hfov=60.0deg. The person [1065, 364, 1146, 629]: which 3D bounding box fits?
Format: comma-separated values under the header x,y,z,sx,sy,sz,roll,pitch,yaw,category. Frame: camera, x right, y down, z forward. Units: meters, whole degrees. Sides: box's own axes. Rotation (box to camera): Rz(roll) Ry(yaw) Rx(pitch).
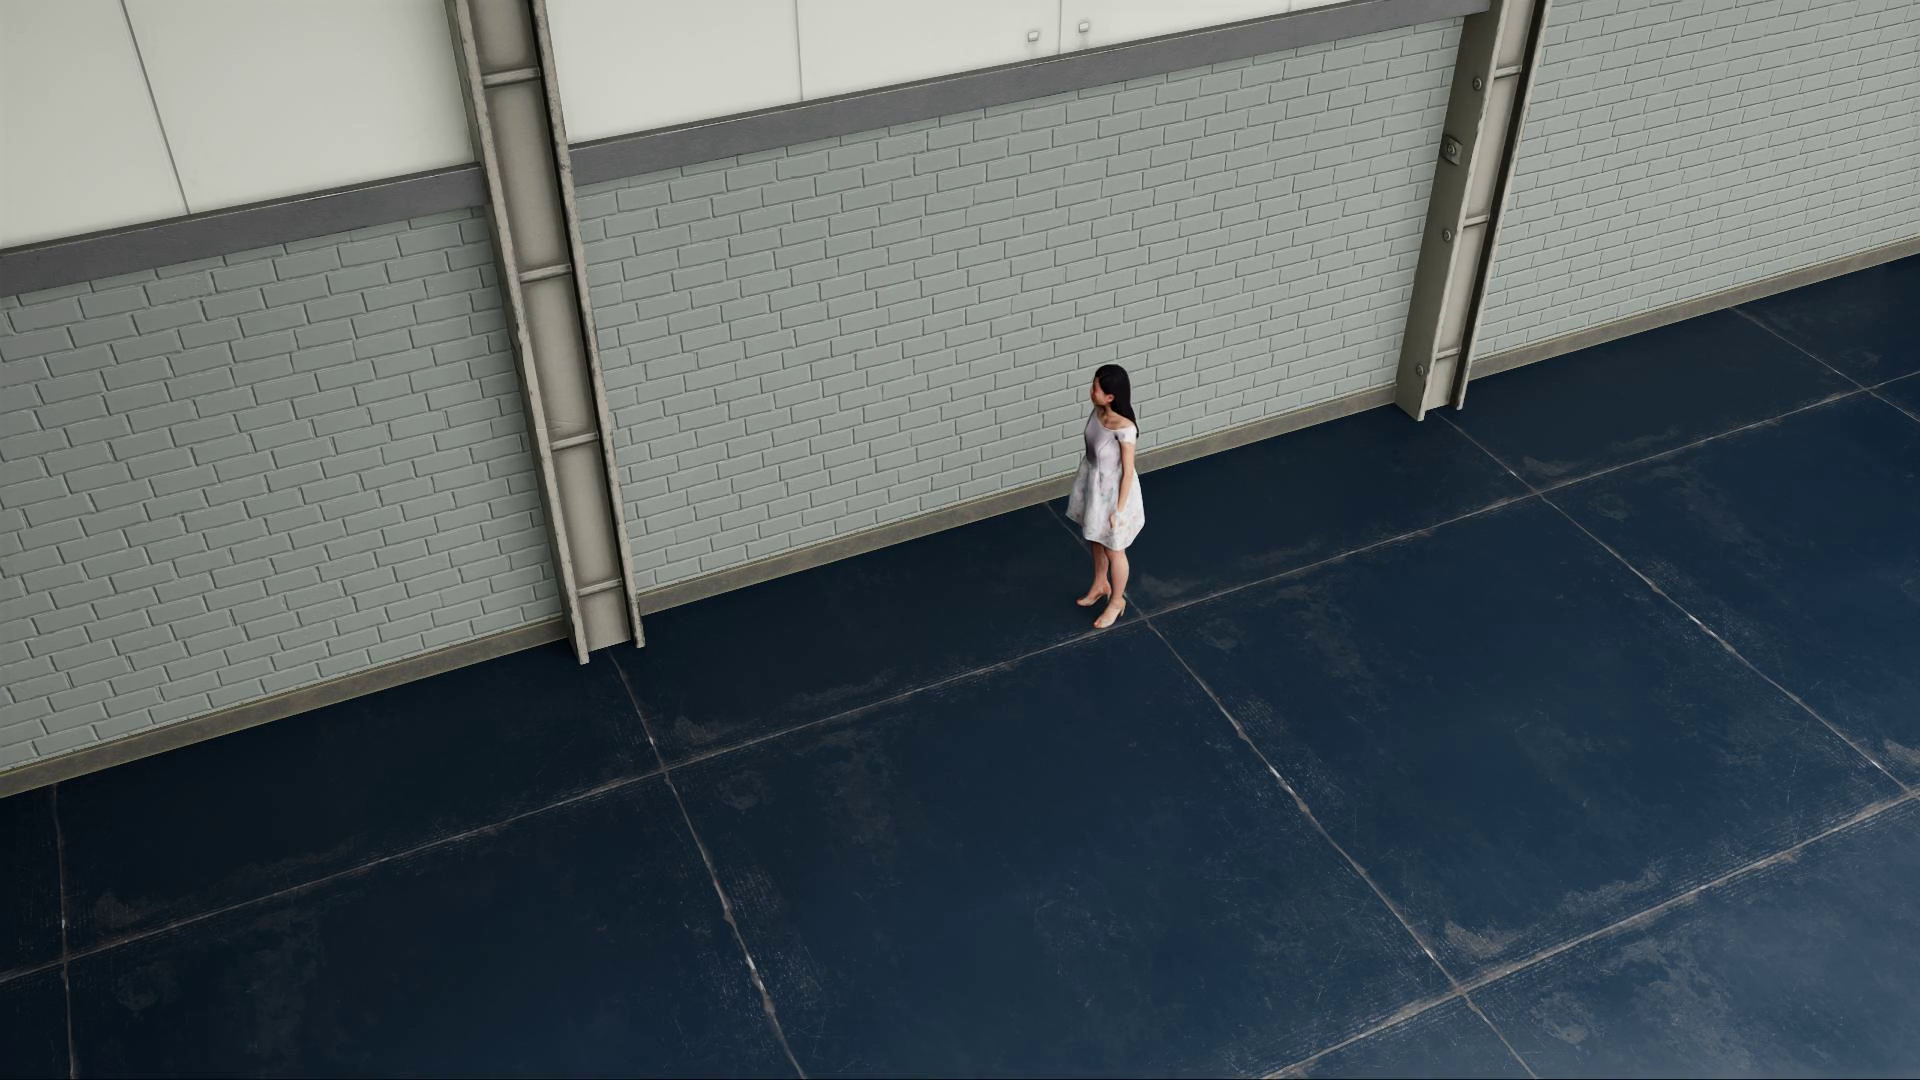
x,y,z,sx,sy,sz,roll,pitch,yaw,category
0.838,-0.245,9.498,0.637,1.773,0.652,-14,40,-17,person
